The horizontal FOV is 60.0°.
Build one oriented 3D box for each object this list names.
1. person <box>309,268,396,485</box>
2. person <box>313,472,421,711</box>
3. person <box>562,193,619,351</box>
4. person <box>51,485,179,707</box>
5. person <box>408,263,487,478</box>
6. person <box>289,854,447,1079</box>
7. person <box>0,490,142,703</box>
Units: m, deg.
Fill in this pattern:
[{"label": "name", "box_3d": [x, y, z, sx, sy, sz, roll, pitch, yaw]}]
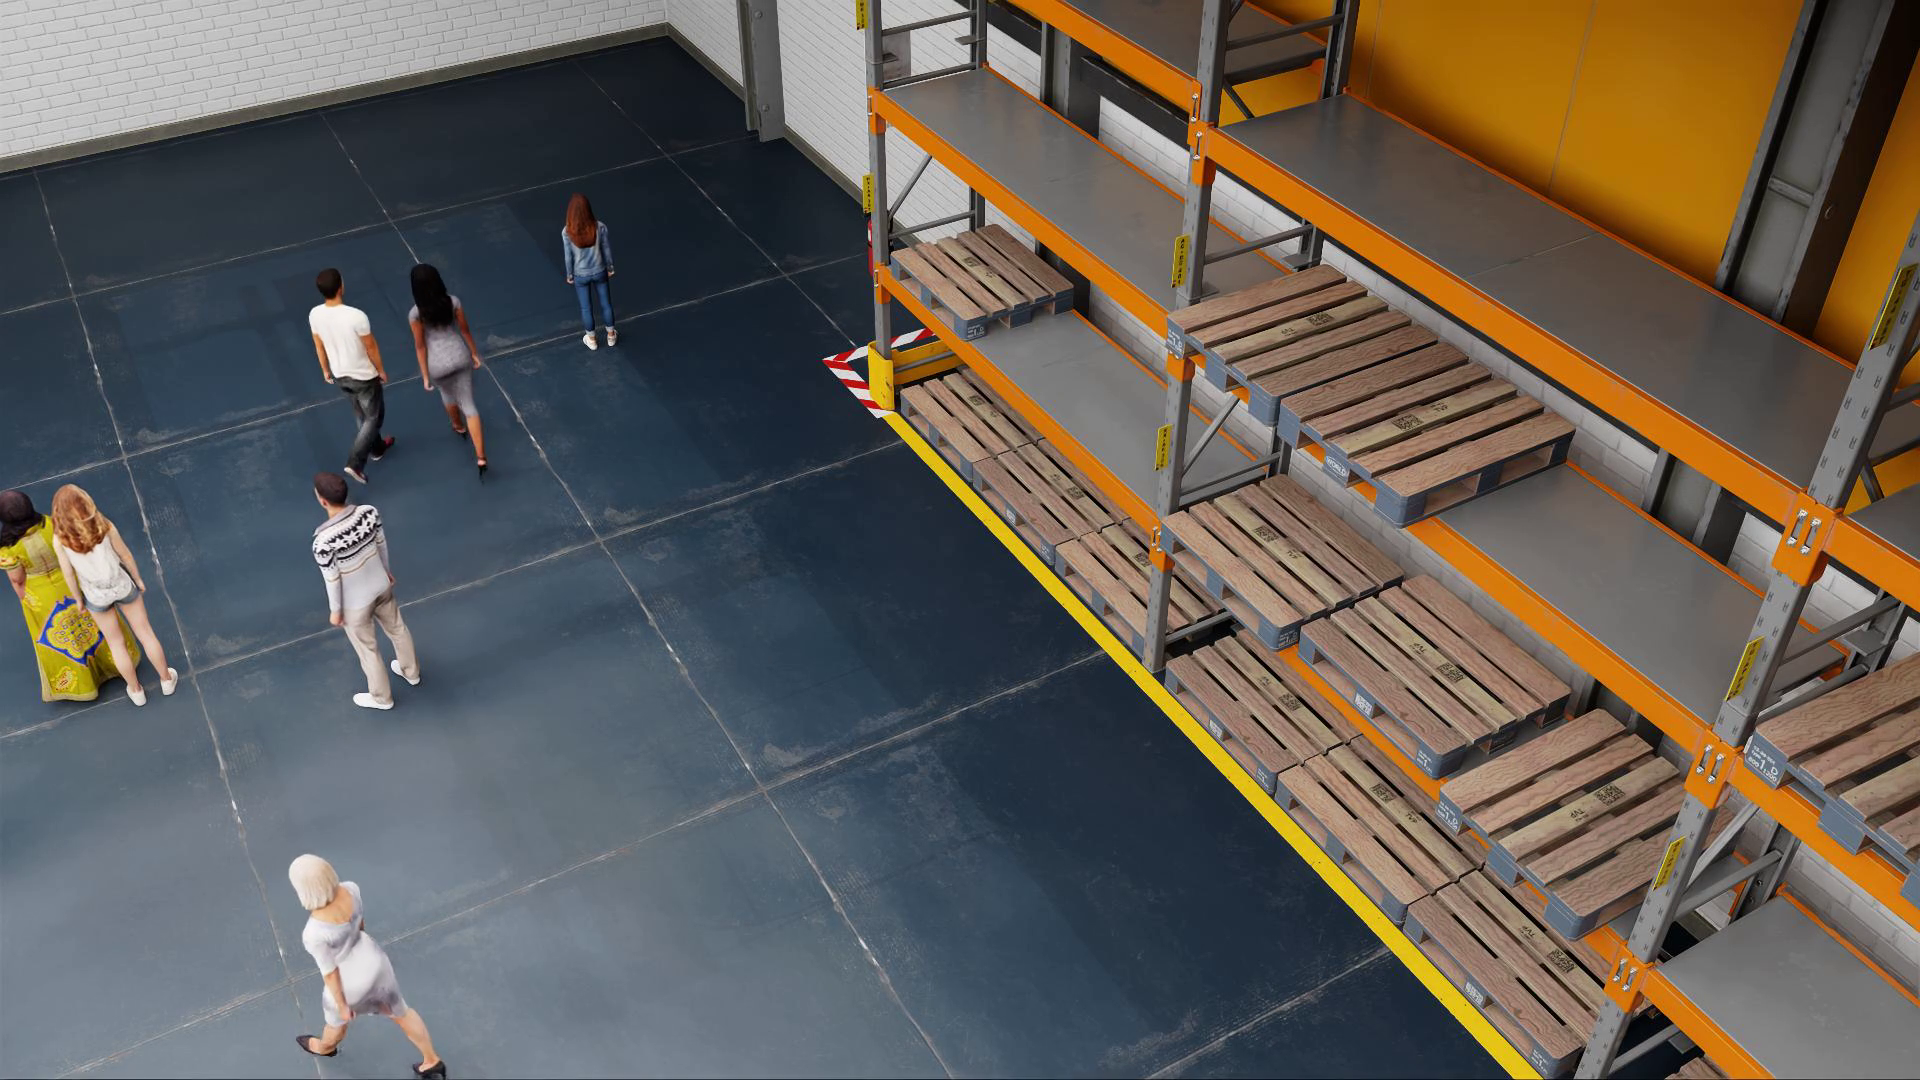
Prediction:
[{"label": "person", "box_3d": [-4.754, -1.248, 12.962, 1.039, 1.785, 1.111, 9, 39, 11]}, {"label": "person", "box_3d": [-3.922, 0.327, 10.928, 0.767, 1.862, 0.767, 19, 42, 22]}, {"label": "person", "box_3d": [-3.250, -2.358, 14.599, 0.608, 1.476, 0.548, -13, 40, -16]}, {"label": "person", "box_3d": [-5.590, 0.368, 10.959, 0.564, 1.759, 0.496, -20, 43, -23]}, {"label": "person", "box_3d": [-3.980, -1.290, 13.058, 0.649, 1.729, 1.069, -21, 43, -24]}, {"label": "person", "box_3d": [-3.048, 2.278, 8.614, 1.139, 1.701, 1.048, 11, 40, 14]}, {"label": "person", "box_3d": [-6.016, 0.351, 11.061, 0.946, 1.660, 0.970, 25, 45, 28]}]
